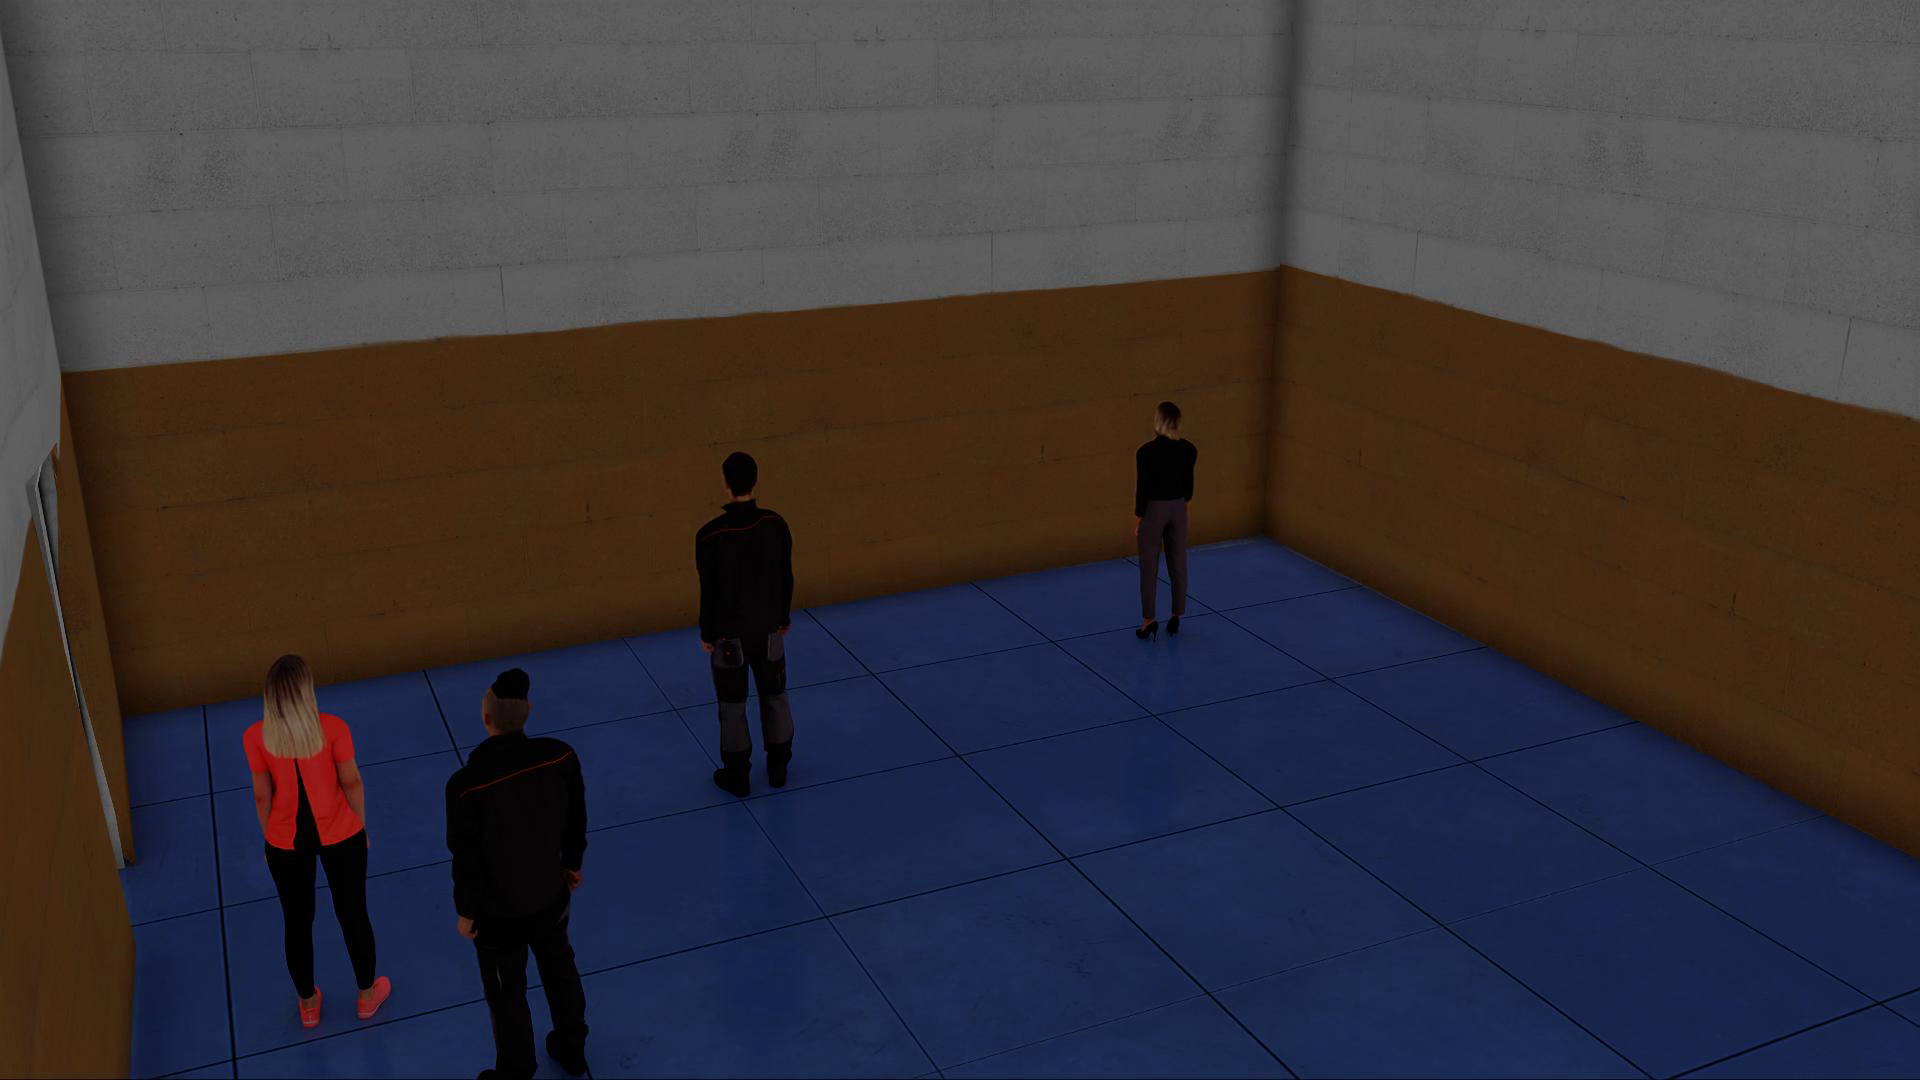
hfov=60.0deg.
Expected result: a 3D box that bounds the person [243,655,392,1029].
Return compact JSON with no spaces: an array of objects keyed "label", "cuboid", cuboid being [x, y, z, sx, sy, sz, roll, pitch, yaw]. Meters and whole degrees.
[{"label":"person","cuboid":[-2.749,1.278,7.081,0.546,1.694,0.700,-4,19,-10]}]

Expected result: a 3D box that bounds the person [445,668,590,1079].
[{"label":"person","cuboid":[-1.736,1.351,6.564,0.911,1.861,0.728,16,24,40]}]

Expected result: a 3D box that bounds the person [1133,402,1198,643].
[{"label":"person","cuboid":[1.380,-0.125,11.275,0.471,1.672,0.661,-7,20,-20]}]

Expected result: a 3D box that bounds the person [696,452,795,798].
[{"label":"person","cuboid":[-1.172,0.456,9.125,0.535,1.946,0.771,-10,21,-27]}]
